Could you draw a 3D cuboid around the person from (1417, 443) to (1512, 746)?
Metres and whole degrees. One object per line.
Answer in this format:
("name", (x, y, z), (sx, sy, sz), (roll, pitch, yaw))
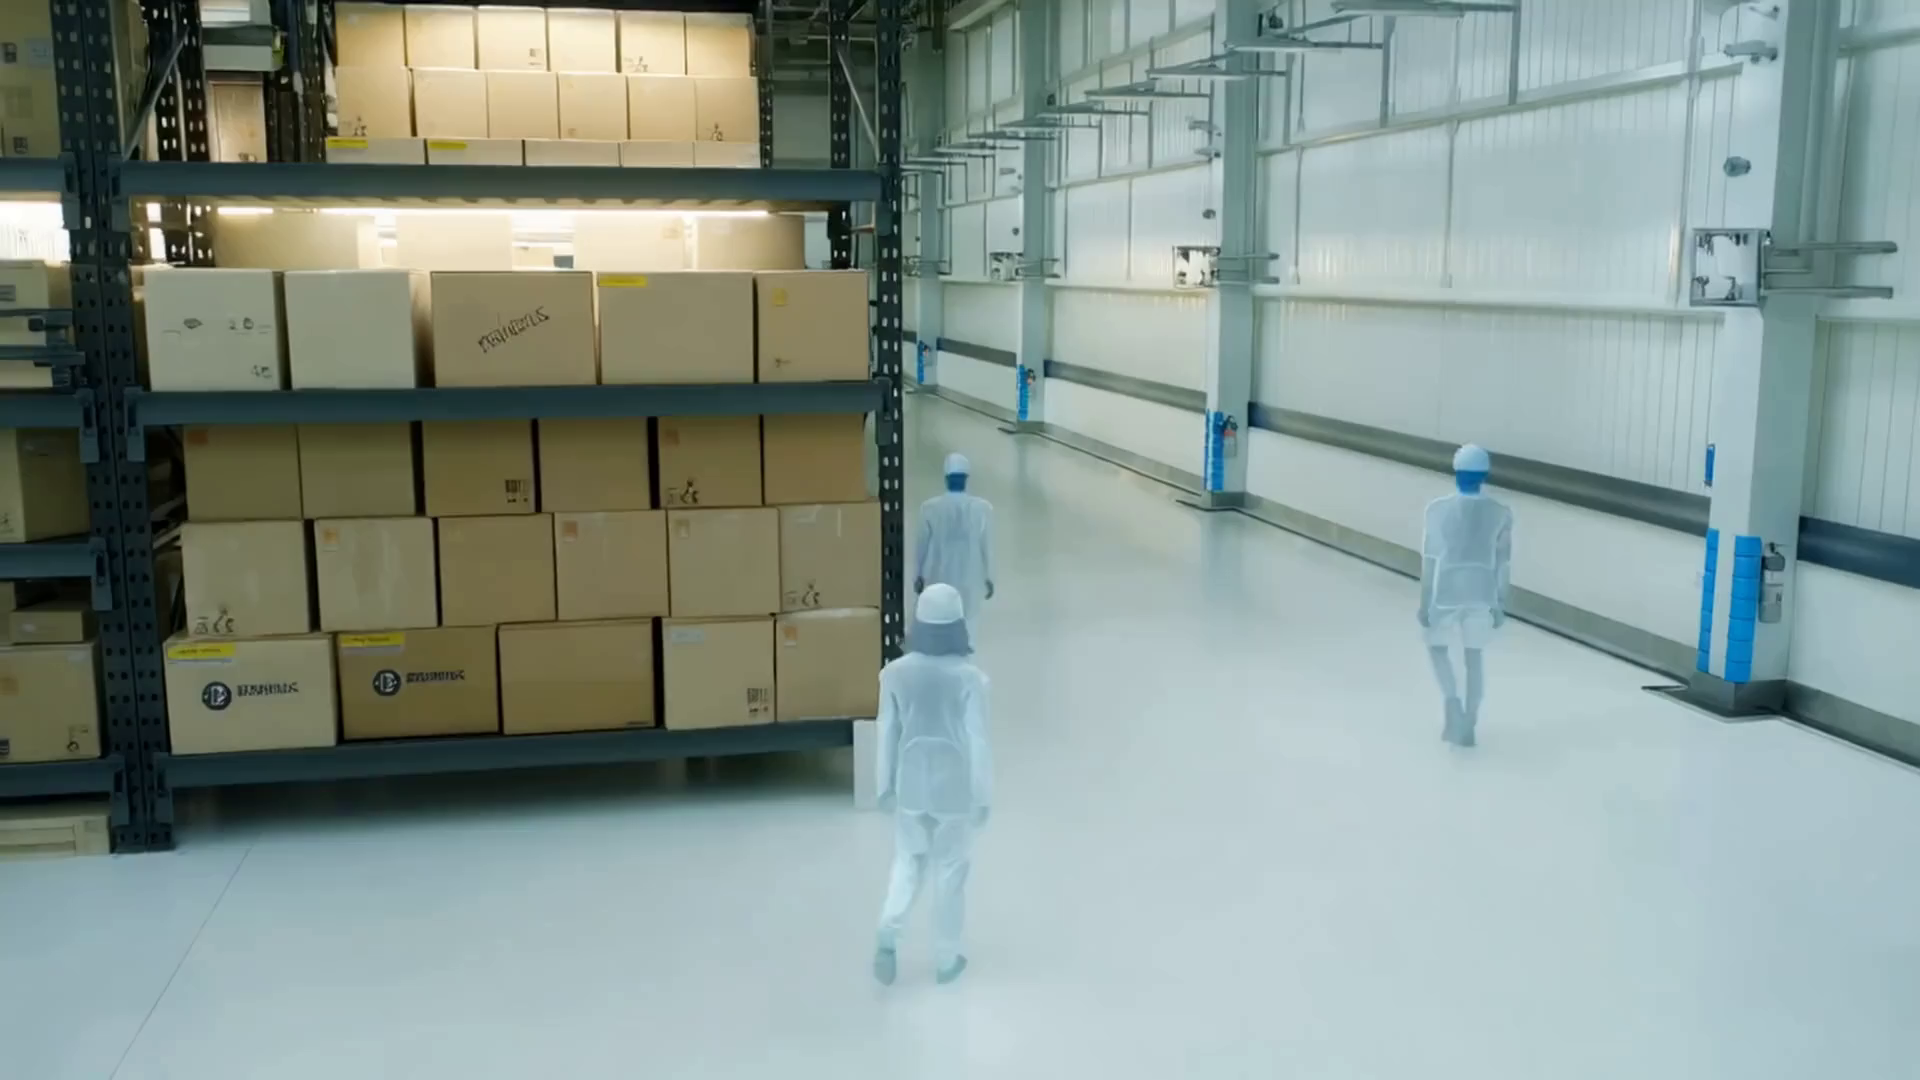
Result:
("person", (3.183, 0.356, 10.520), (0.589, 1.928, 0.504), (-1, 9, -3))

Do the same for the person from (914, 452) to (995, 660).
("person", (-0.038, 0.224, 11.999), (0.573, 1.714, 0.875), (-2, 9, -10))

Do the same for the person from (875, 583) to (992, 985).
("person", (-0.128, 1.048, 6.912), (0.489, 1.734, 0.508), (3, 10, 19))
